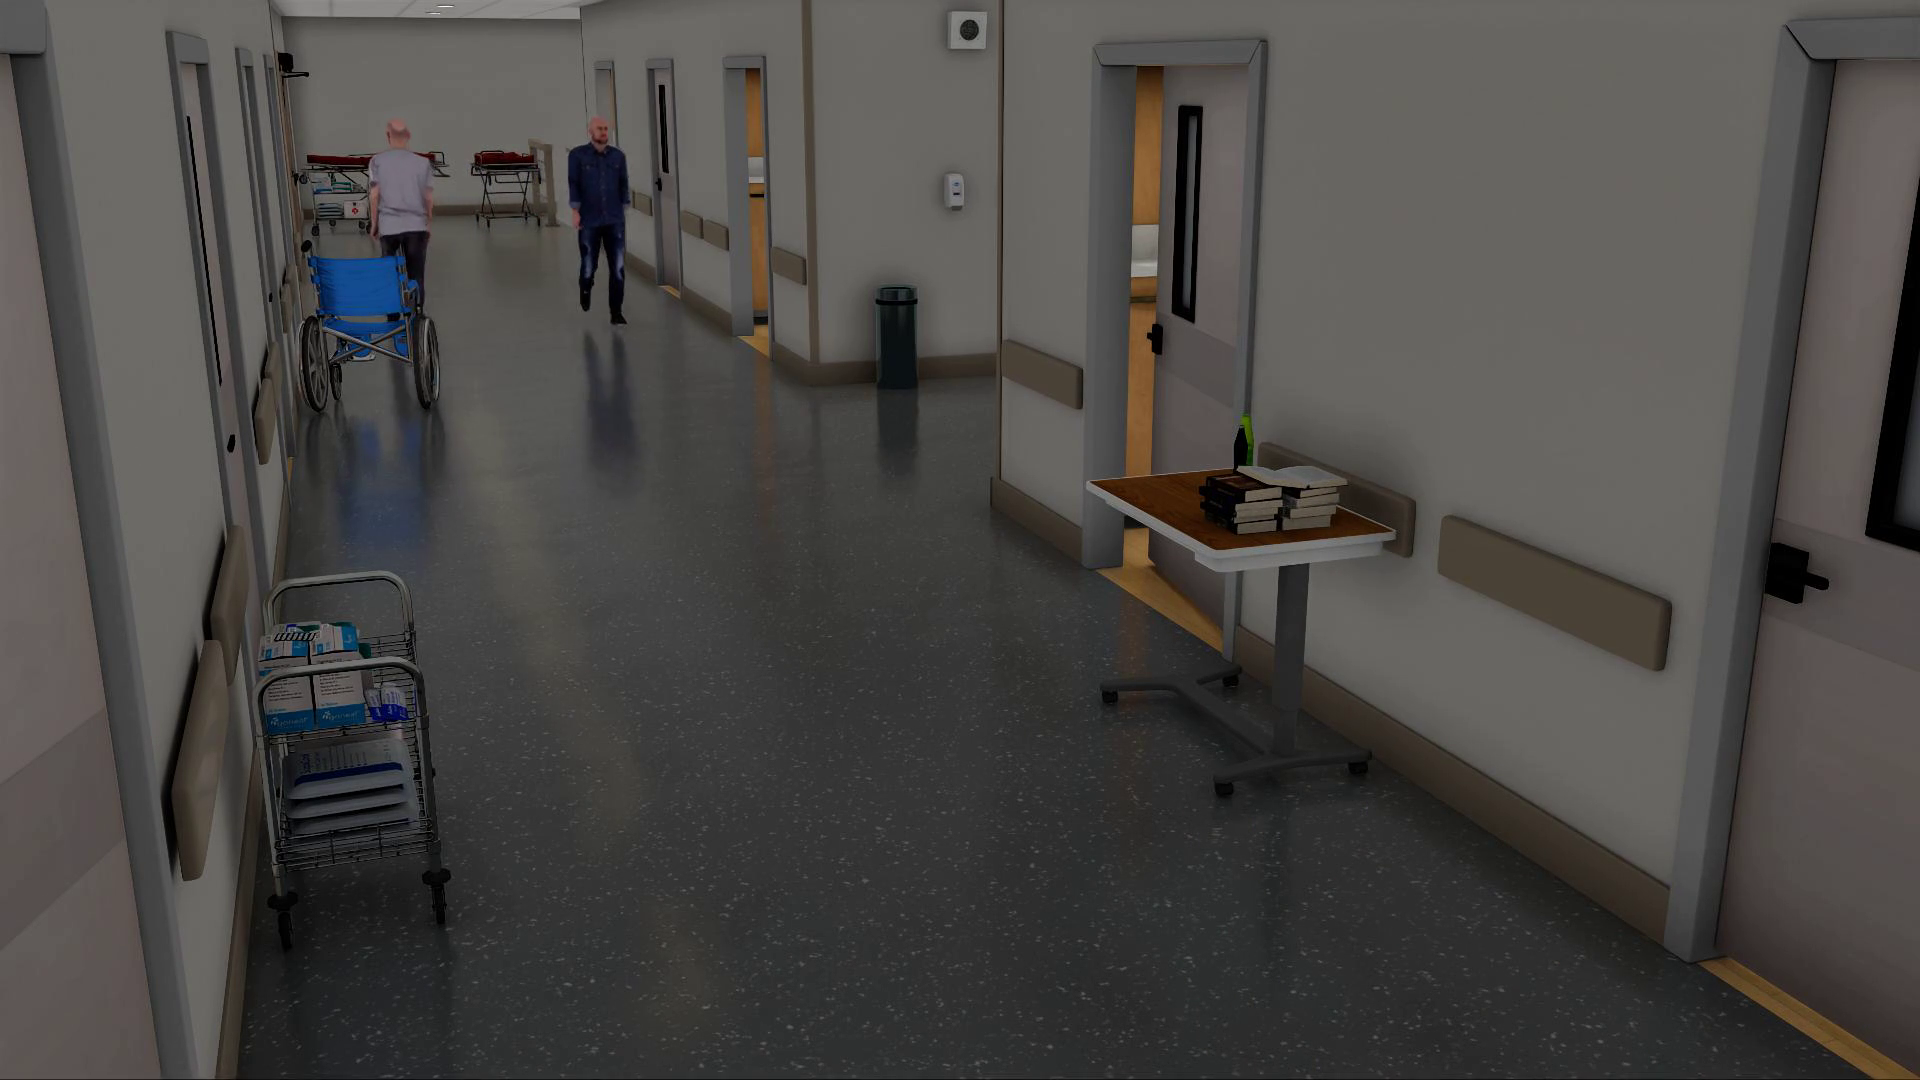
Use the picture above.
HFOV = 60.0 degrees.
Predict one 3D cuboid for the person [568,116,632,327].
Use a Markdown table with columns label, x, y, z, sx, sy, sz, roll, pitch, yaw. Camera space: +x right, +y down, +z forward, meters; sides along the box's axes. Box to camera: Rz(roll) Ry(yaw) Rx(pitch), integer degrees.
| label | x | y | z | sx | sy | sz | roll | pitch | yaw |
| --- | --- | --- | --- | --- | --- | --- | --- | --- | --- |
| person | -3.197 | -2.803 | 14.702 | 0.770 | 1.807 | 0.972 | -8 | 17 | -25 |

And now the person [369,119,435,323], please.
| label | x | y | z | sx | sy | sz | roll | pitch | yaw |
| --- | --- | --- | --- | --- | --- | --- | --- | --- | --- |
| person | -4.595 | -2.532 | 13.745 | 0.695 | 1.804 | 0.911 | -6 | 17 | -19 |
